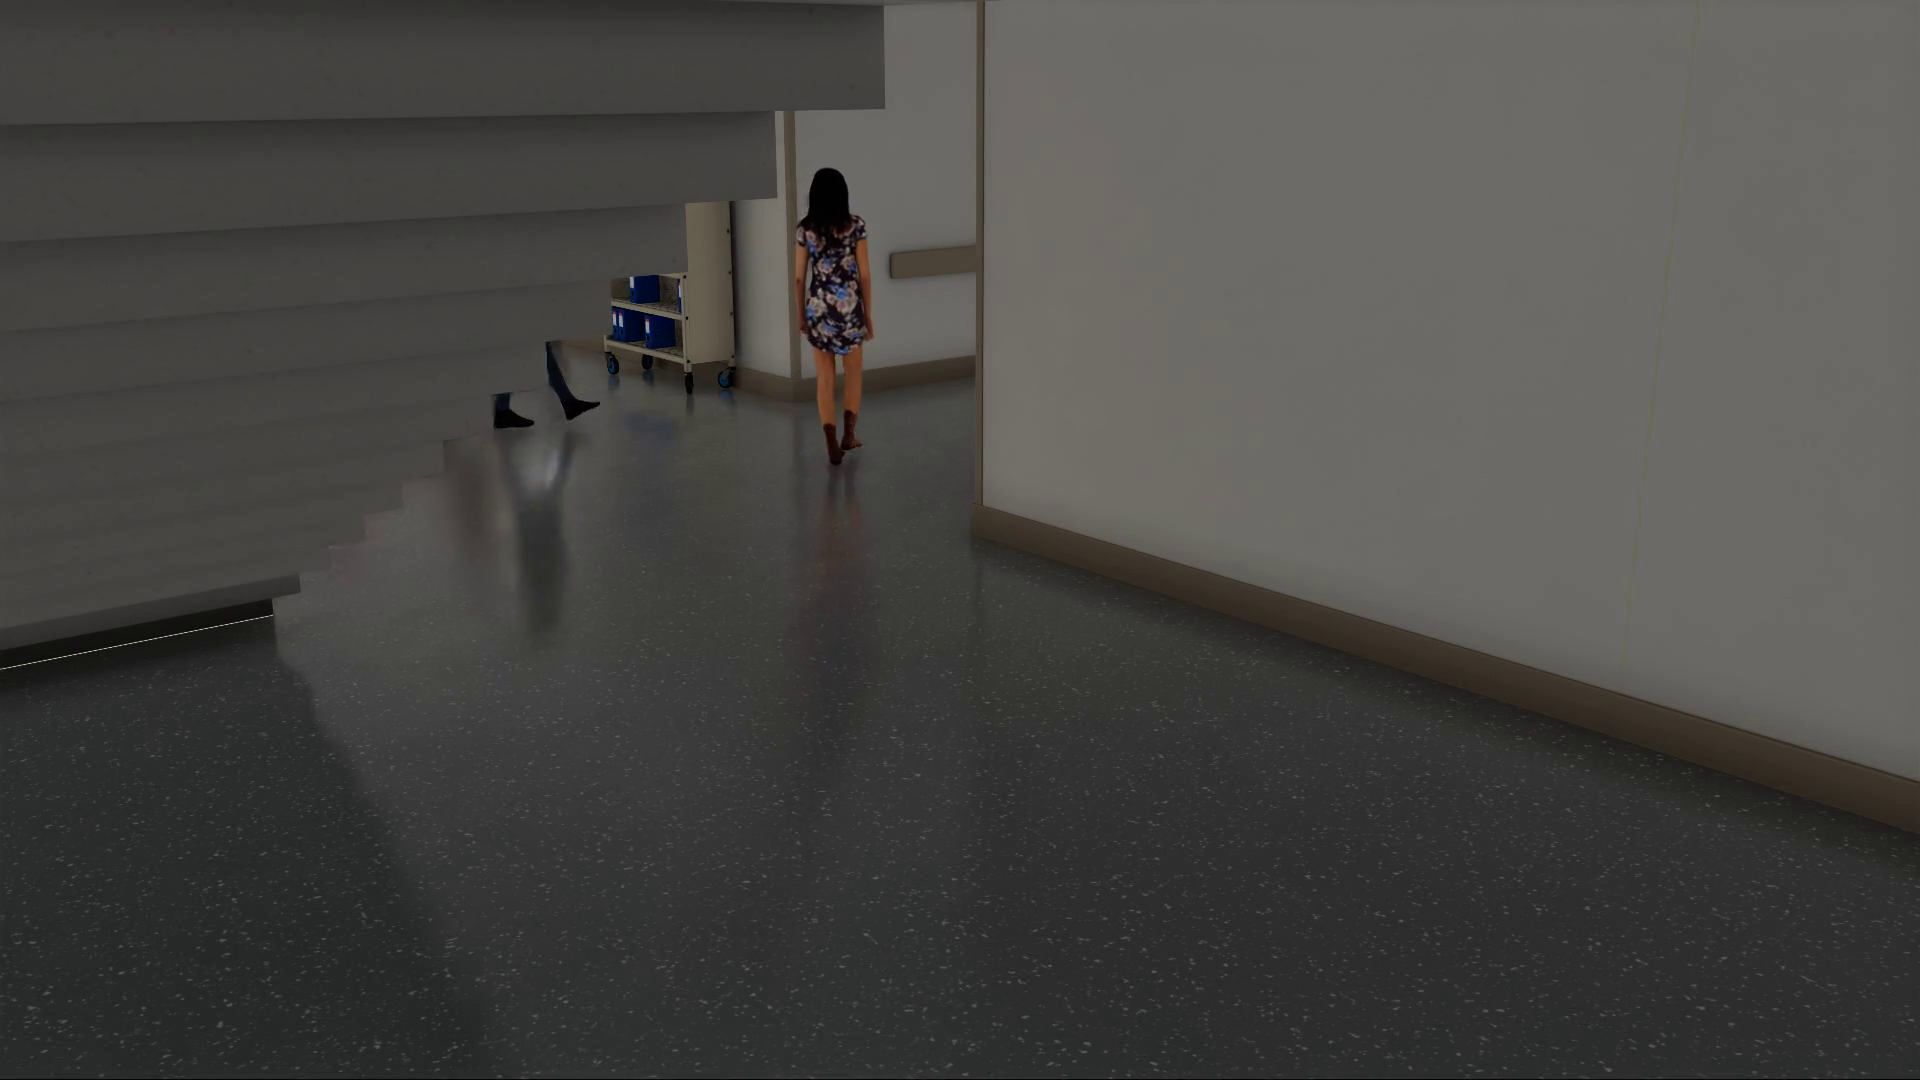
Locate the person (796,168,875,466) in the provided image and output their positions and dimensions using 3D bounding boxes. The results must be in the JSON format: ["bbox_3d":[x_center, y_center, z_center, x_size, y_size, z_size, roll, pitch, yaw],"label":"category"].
[{"bbox_3d":[-0.750,-1.290,9.777,0.813,1.720,0.873,1,16,3],"label":"person"}]
